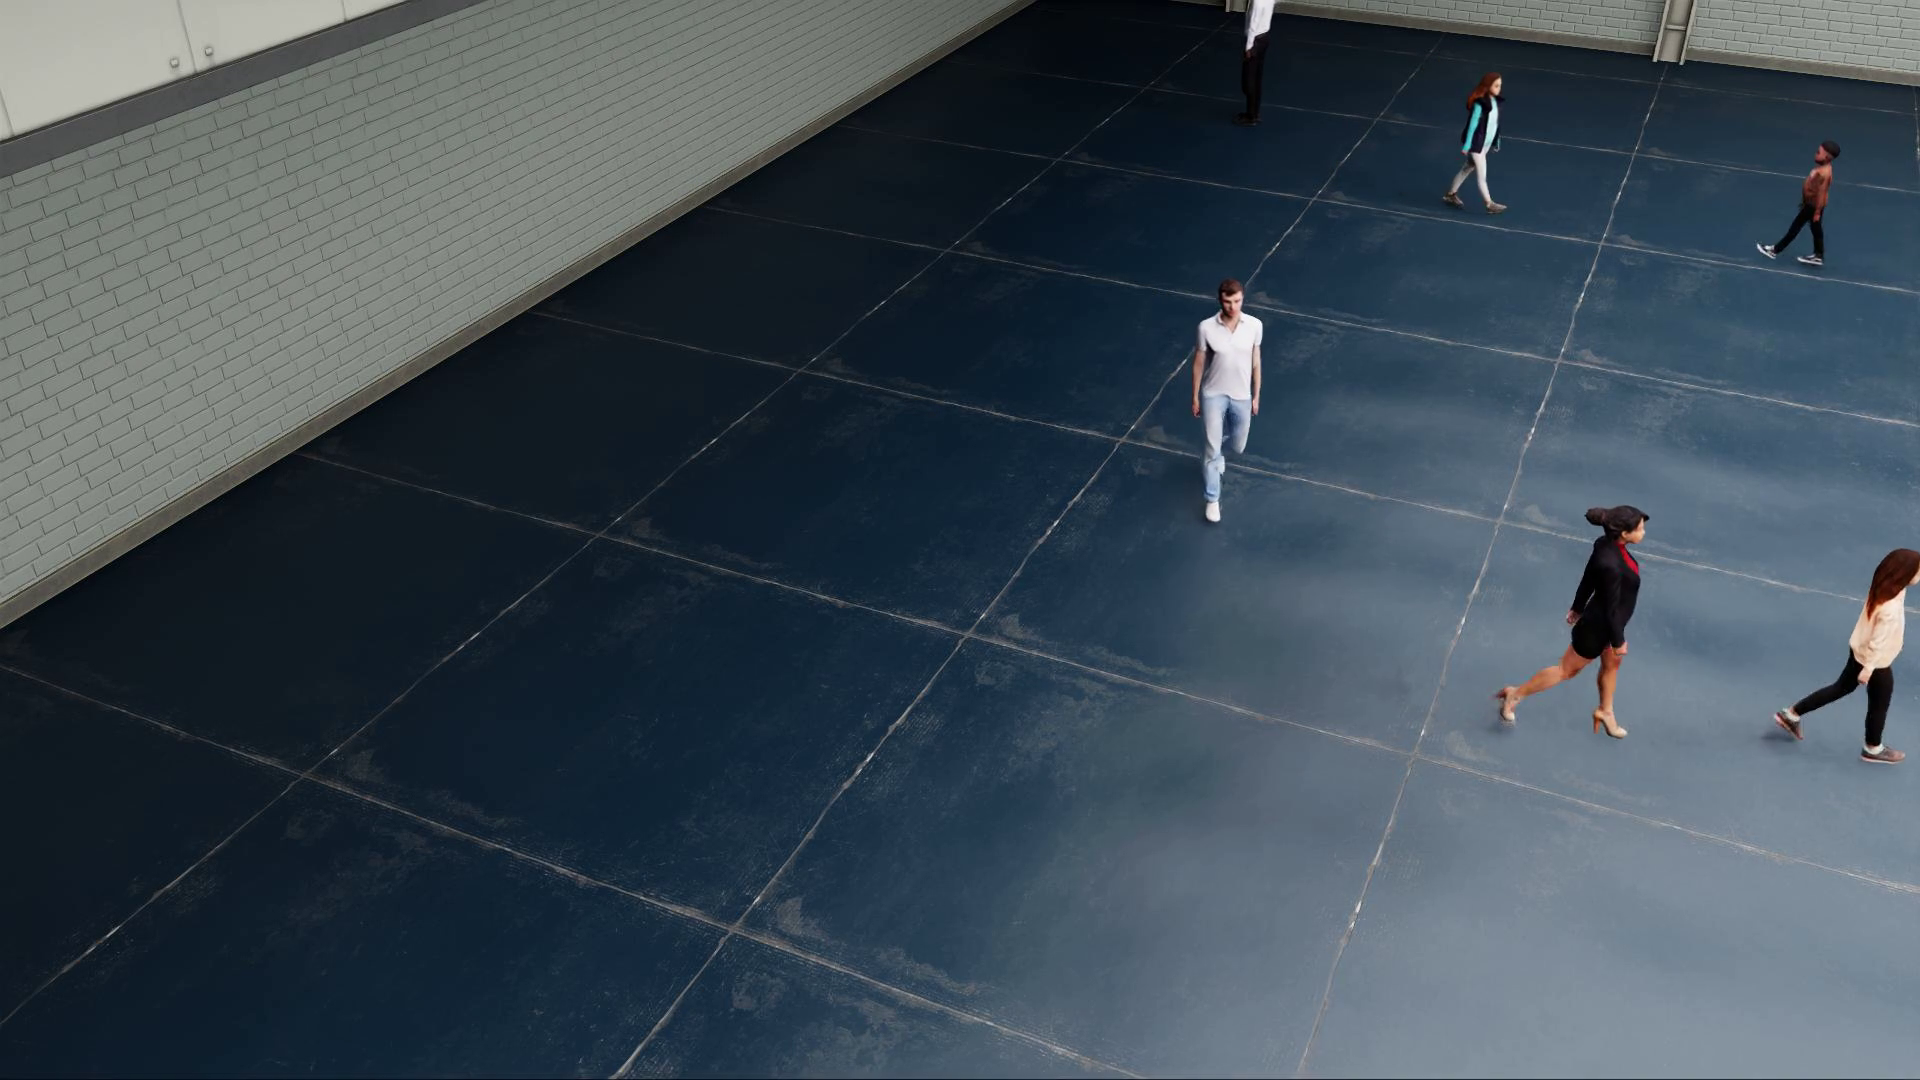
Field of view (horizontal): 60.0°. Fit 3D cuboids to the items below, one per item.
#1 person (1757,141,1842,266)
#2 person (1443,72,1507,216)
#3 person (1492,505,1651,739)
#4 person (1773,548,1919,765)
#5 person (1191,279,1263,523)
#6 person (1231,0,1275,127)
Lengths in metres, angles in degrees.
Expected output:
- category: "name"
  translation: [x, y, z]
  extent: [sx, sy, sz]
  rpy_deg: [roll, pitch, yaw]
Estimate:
- category: "person"
  translation: [8.409, -3.260, 16.235]
  extent: [0.837, 1.225, 0.540]
  rpy_deg: [13, 34, 20]
- category: "person"
  translation: [5.395, -4.172, 17.462]
  extent: [1.052, 1.459, 0.801]
  rpy_deg: [28, 42, 37]
- category: "person"
  translation: [3.690, 0.527, 9.875]
  extent: [1.040, 1.604, 0.596]
  rpy_deg: [12, 34, 18]
- category: "person"
  translation: [5.298, 0.665, 9.792]
  extent: [1.012, 1.460, 0.679]
  rpy_deg: [8, 33, 12]
- category: "person"
  translation: [1.938, -1.075, 12.204]
  extent: [1.055, 1.830, 1.008]
  rpy_deg: [-1, 32, -2]
- category: "person"
  translation: [3.533, -5.875, 19.811]
  extent: [0.583, 1.832, 0.655]
  rpy_deg: [18, 36, 26]
